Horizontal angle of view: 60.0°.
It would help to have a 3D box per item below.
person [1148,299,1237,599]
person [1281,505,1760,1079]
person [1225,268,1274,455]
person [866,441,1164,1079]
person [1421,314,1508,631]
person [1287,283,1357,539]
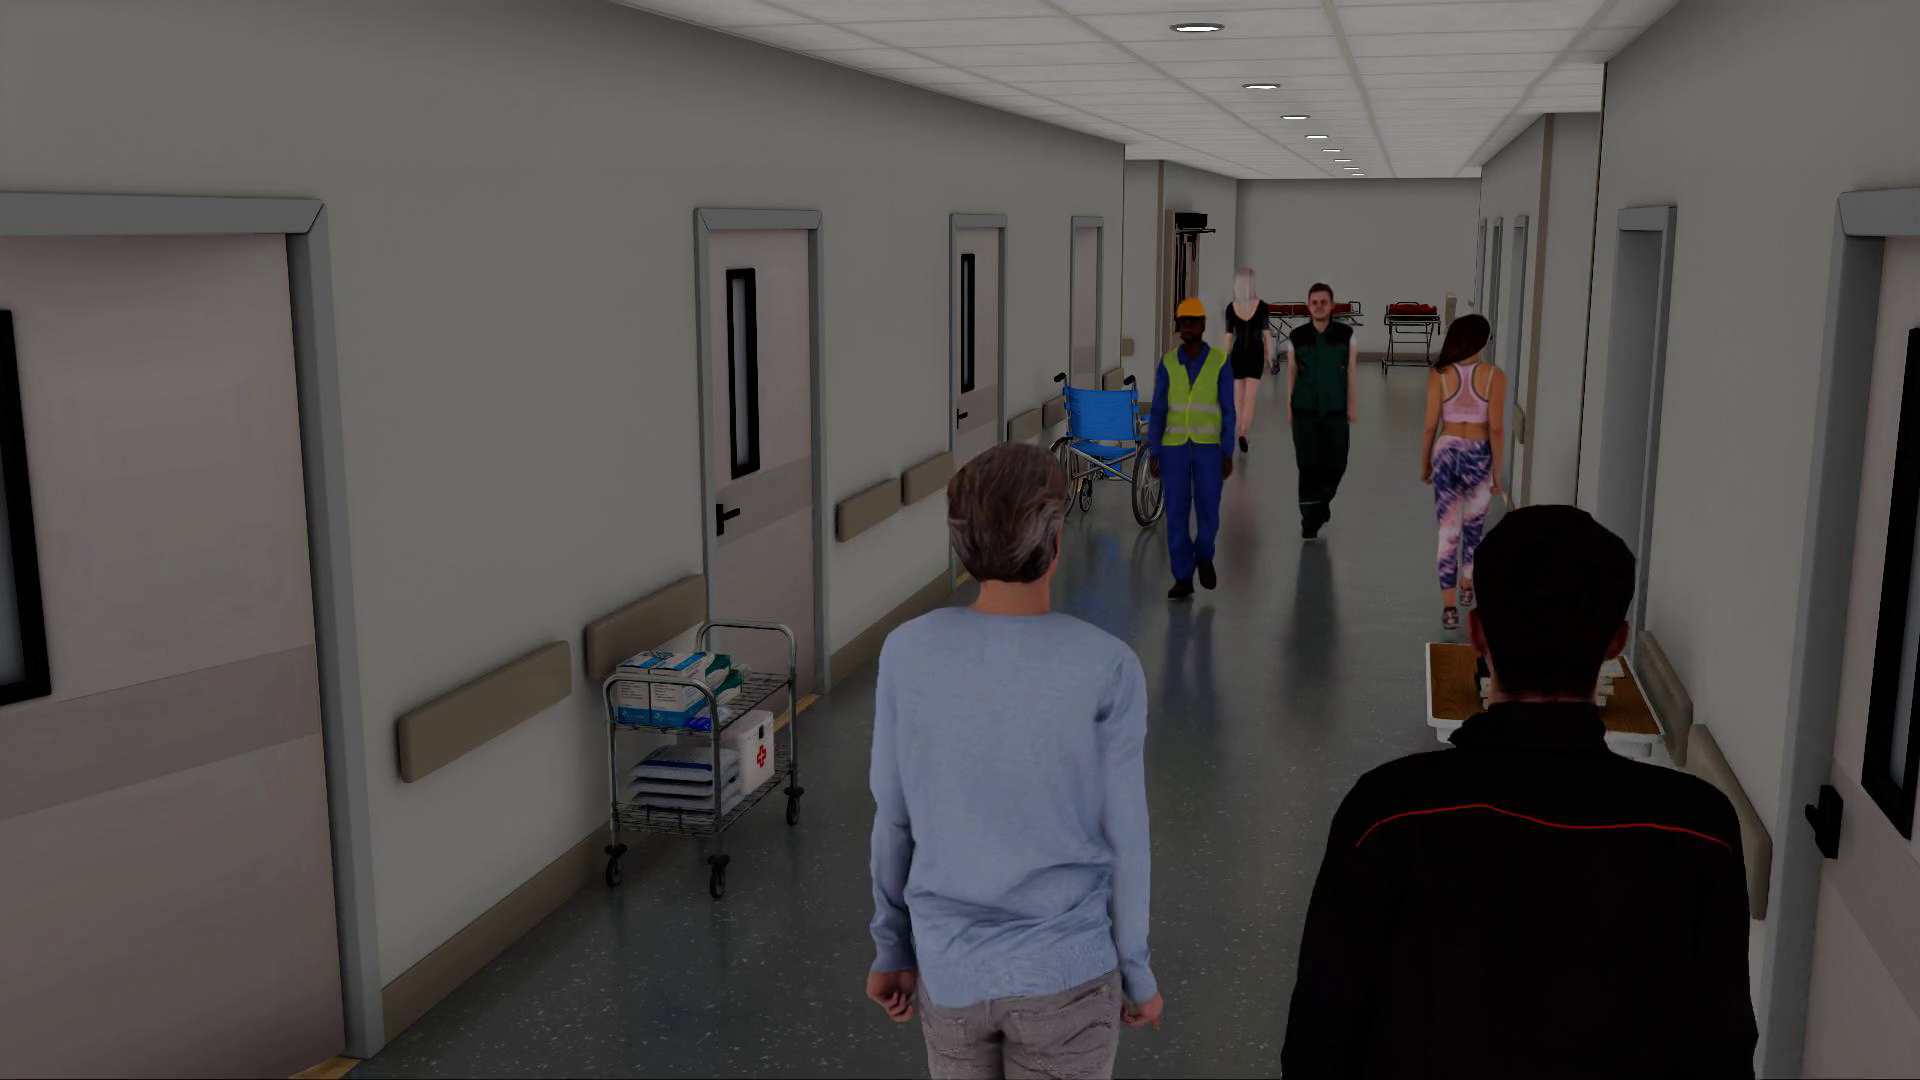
[{"bbox_3d":[1.424,-0.553,10.098,0.674,1.803,0.672,3,11,16],"label":"person"},{"bbox_3d":[0.664,0.928,2.012,0.784,1.908,0.896,1,11,4],"label":"person"},{"bbox_3d":[2.801,-1.706,16.218,0.672,1.787,1.174,4,11,20],"label":"person"},{"bbox_3d":[0.058,0.789,2.829,0.725,1.877,0.809,5,12,23],"label":"person"},{"bbox_3d":[2.776,-0.340,9.215,0.615,1.713,1.166,3,11,17],"label":"person"},{"bbox_3d":[2.608,-0.929,12.010,0.718,1.825,0.948,2,11,9],"label":"person"}]
